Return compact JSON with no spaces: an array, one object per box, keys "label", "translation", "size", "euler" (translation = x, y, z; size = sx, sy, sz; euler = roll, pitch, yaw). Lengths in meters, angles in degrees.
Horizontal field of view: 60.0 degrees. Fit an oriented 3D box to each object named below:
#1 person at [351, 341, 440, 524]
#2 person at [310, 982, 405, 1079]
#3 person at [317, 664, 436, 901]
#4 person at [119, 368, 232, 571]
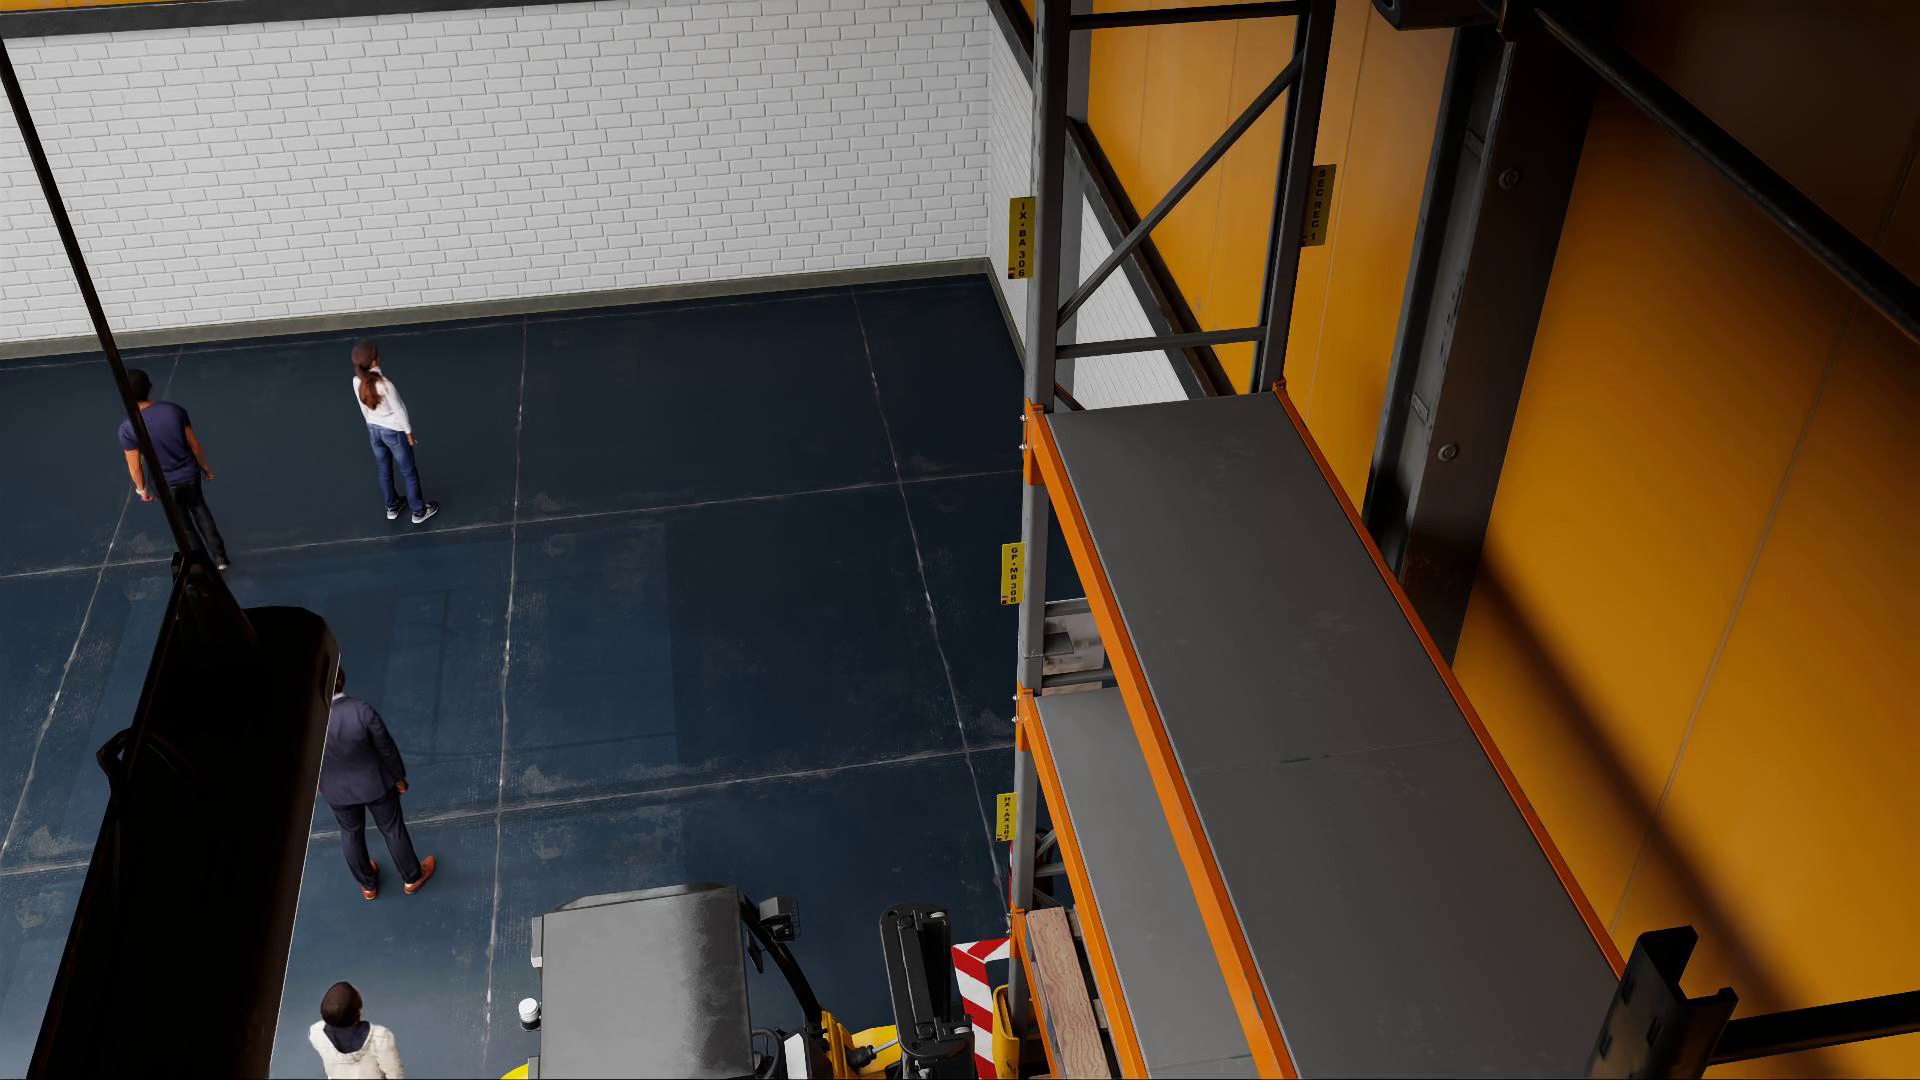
[{"label":"person","translation":[-4.275,-0.807,12.403],"size":[0.615,1.555,0.648],"euler":[11,40,13]},{"label":"person","translation":[-2.916,2.728,8.084],"size":[0.679,1.421,0.971],"euler":[-1,39,-1]},{"label":"person","translation":[-3.421,1.370,9.461],"size":[0.716,1.824,0.621],"euler":[-3,39,-3]},{"label":"person","translation":[-5.493,-0.404,11.715],"size":[0.866,1.785,0.818],"euler":[31,48,33]}]
